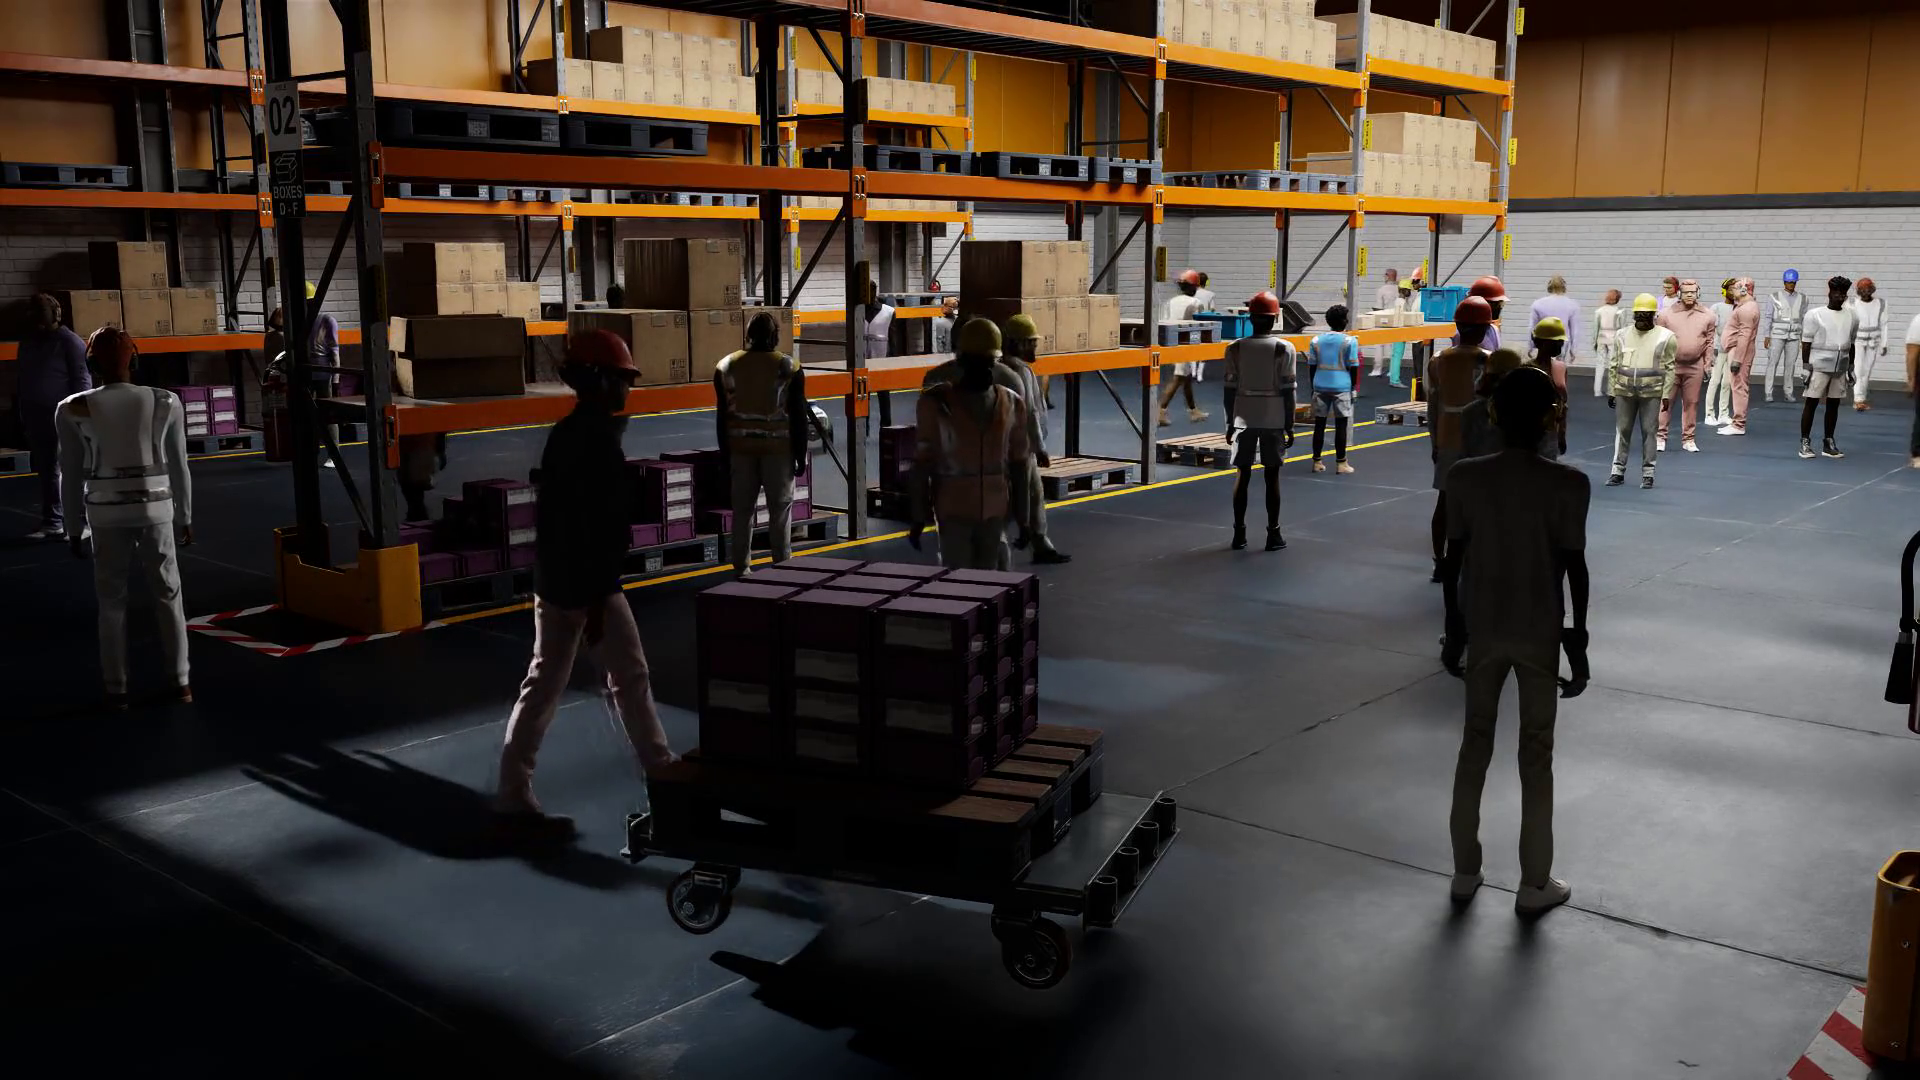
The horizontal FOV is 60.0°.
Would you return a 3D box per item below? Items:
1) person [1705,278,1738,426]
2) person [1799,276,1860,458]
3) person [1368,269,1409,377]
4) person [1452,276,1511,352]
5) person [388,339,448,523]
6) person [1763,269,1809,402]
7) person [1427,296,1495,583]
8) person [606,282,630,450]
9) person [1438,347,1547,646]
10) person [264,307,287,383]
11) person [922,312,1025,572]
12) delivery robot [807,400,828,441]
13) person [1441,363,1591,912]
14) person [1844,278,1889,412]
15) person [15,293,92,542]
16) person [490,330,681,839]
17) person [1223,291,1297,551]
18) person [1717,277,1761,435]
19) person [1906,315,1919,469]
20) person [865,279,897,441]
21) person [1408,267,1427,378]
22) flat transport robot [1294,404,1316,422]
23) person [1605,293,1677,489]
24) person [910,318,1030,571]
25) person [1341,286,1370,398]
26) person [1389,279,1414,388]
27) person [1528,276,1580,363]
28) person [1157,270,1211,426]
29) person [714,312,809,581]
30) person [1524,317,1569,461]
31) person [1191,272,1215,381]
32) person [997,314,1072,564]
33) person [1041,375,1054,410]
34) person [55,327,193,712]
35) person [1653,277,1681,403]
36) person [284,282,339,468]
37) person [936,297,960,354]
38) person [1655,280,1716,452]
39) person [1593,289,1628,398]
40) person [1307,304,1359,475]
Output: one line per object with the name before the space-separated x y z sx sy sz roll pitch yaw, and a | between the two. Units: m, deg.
person | 9.780 -2.391 21.222 0.521 1.866 0.325 -3 11 -18
person | 9.358 -1.856 17.907 0.604 1.959 0.378 0 10 -2
person | 7.515 -3.792 29.106 0.663 1.898 0.472 -3 10 -15
person | 4.029 -1.012 12.864 0.380 2.041 0.616 8 13 40
person | -3.975 -0.662 11.991 0.539 1.650 0.849 2 10 14
person | 12.098 -2.988 24.381 0.614 1.946 0.389 1 10 5
person | 3.381 -0.653 11.116 0.355 1.939 0.543 -9 13 -42
person | -3.218 -1.444 15.620 0.352 1.937 0.635 -3 10 -18
person | 2.988 -0.215 9.292 0.507 1.705 0.807 7 12 33
person | -7.274 -1.683 17.885 0.492 1.625 0.284 6 12 32
person | 0.093 -0.393 9.775 0.644 1.900 0.999 3 10 18
delivery robot | -1.660 -1.318 18.572 0.477 0.478 0.707 -1 10 -7
person | 1.899 0.335 5.687 0.511 1.872 0.328 7 12 34
person | 12.507 -2.686 22.977 0.570 1.828 0.986 2 10 10
person | -6.997 -0.937 12.807 0.651 1.913 0.410 3 10 17
person | -1.422 0.168 6.443 0.967 1.933 0.632 -7 12 -36
person | 2.239 -0.882 12.425 0.545 1.938 0.362 3 11 19
person | 9.416 -2.218 20.121 0.410 1.909 0.642 5 11 27
person | 9.844 -1.680 16.673 0.696 2.000 0.995 3 10 17
person | -1.020 -2.066 19.270 0.595 1.909 0.409 2 10 9
person | 6.400 -2.796 23.157 0.390 1.992 0.624 1 10 4
flat transport robot | 4.055 -1.619 21.355 0.652 0.197 1.431 7 12 36
person | 6.409 -1.404 15.691 0.591 1.833 0.403 7 12 35
person | 0.070 -0.145 8.288 0.627 1.910 0.419 -4 11 -24
person | 5.921 -3.000 25.045 0.658 1.746 0.527 -3 10 -15
person | 7.143 -3.330 26.877 0.327 1.760 0.523 1 10 4
person | 7.928 -2.573 22.217 0.621 1.896 1.020 1 10 8
person | 2.833 -2.439 21.207 1.096 1.985 0.595 -7 12 -34
person | -1.304 -0.587 11.044 0.629 1.837 0.429 2 10 9
person | 4.273 -0.755 12.219 0.518 1.756 0.348 -7 12 -33
person | 4.073 -3.638 28.373 0.590 1.842 0.571 1 10 6
person | 0.407 -0.683 11.679 0.791 1.804 0.593 -2 10 -9
person | 1.168 -2.787 23.343 0.561 1.917 0.444 5 11 28
person | -4.063 -0.098 8.135 0.580 1.879 0.347 -6 12 -31
person | 10.337 -2.908 24.244 0.389 1.837 0.563 -8 13 -38
person | -6.660 -1.691 17.092 0.588 1.918 0.396 2 10 9
person | -0.111 -2.377 21.832 0.298 1.623 0.503 8 13 39
person | 8.015 -1.924 18.442 0.643 1.909 0.410 2 10 10
person | 9.795 -2.953 25.068 0.310 1.636 0.523 -8 13 -39
person | 3.732 -1.502 16.636 0.537 1.696 0.321 8 13 38
